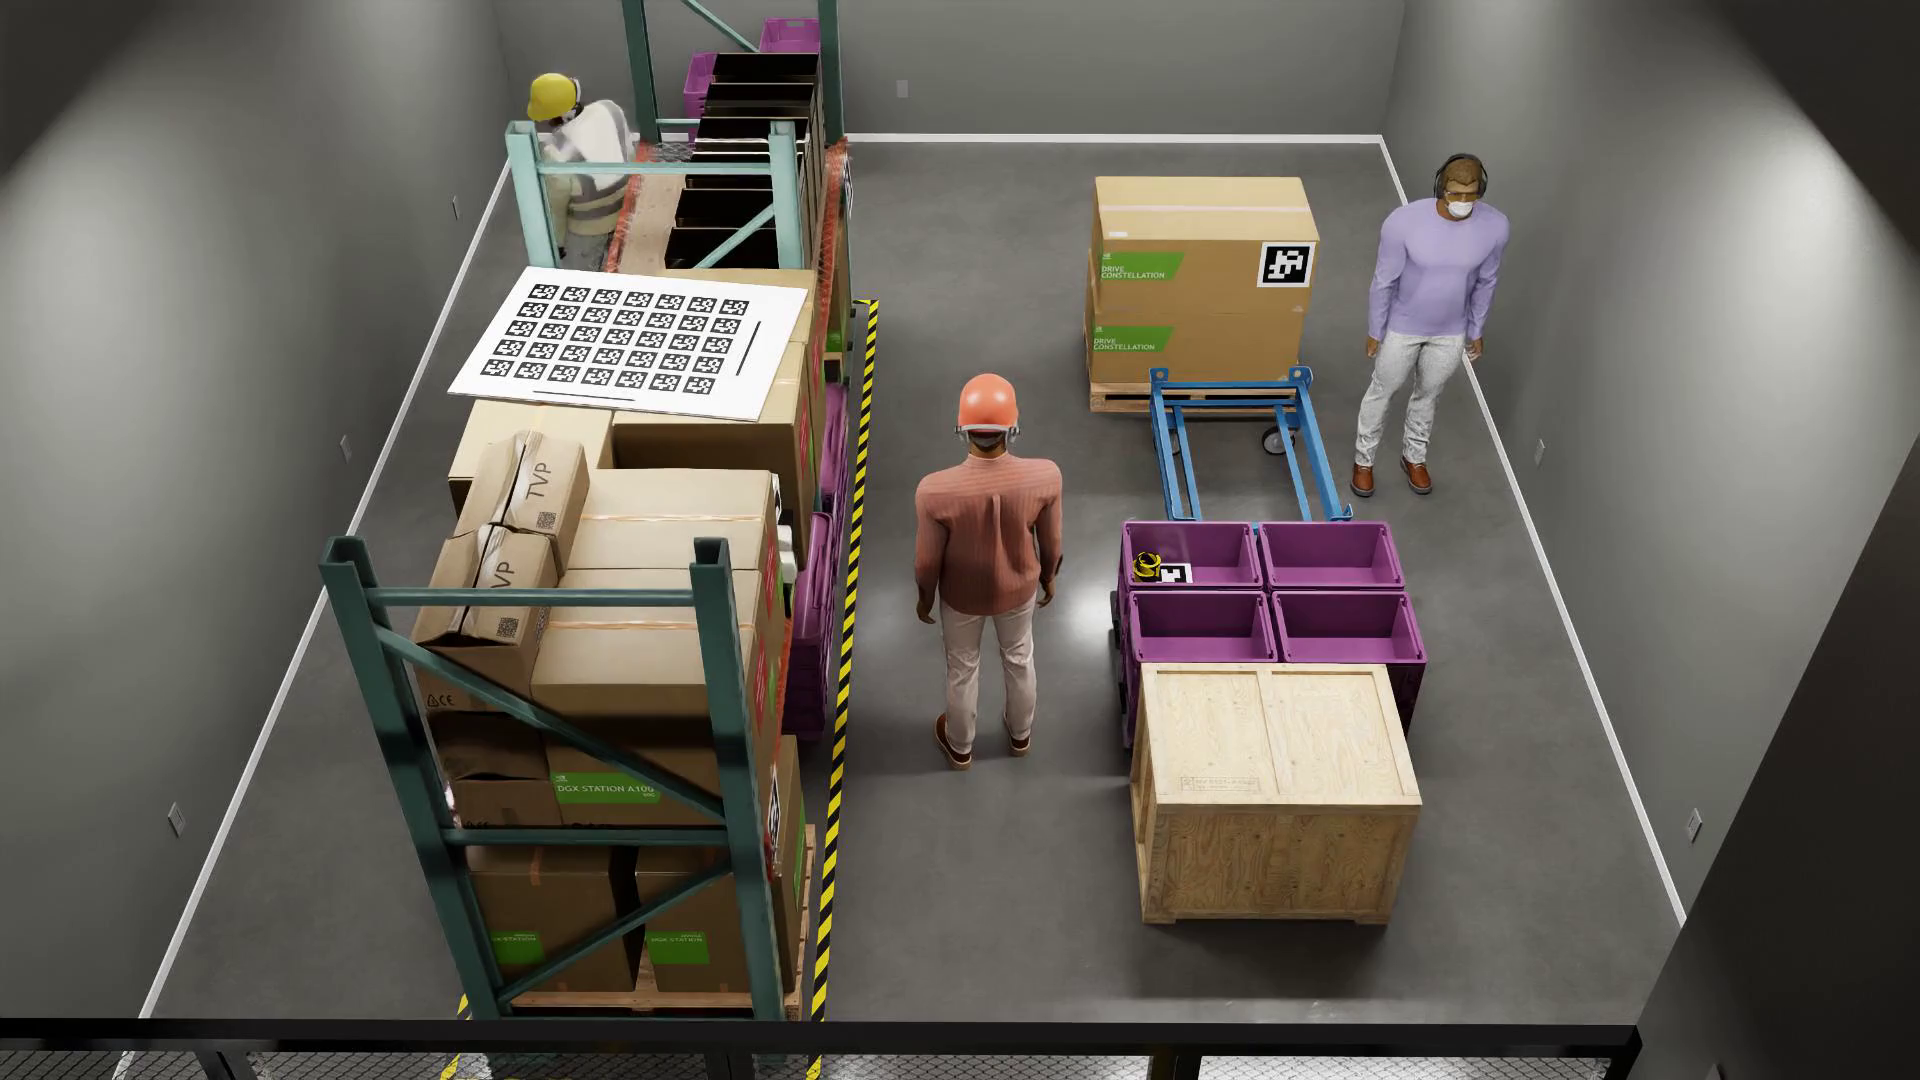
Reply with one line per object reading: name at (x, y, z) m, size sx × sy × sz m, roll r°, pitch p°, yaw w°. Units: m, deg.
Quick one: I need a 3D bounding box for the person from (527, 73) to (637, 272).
person at (-2.030, -1.806, 9.297) m, size 0.425 × 1.783 × 0.667 m, roll 25°, pitch 47°, yaw 26°

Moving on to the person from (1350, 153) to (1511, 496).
person at (2.333, -1.061, 8.324) m, size 0.627 × 1.941 × 0.374 m, roll -1°, pitch 41°, yaw -1°

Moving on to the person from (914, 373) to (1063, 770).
person at (0.112, 0.170, 6.884) m, size 0.622 × 1.985 × 0.388 m, roll -10°, pitch 42°, yaw -11°
